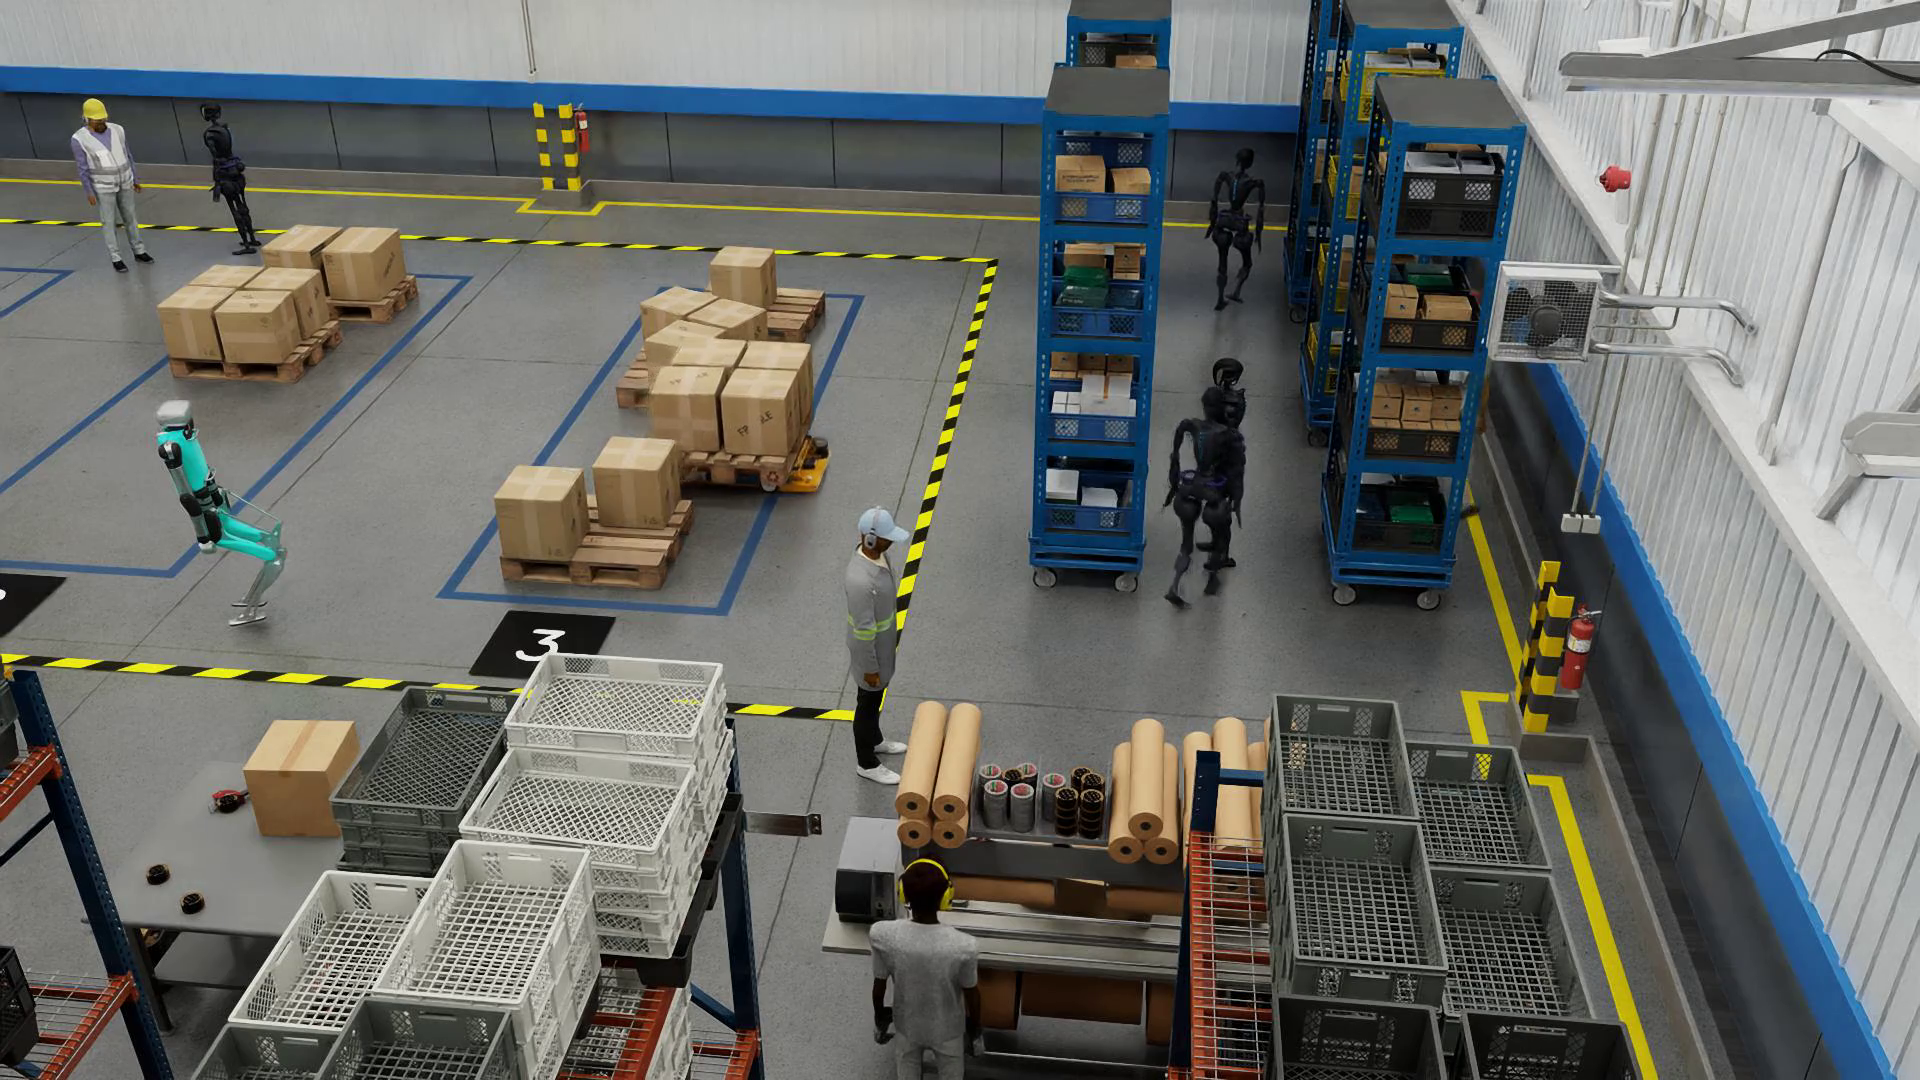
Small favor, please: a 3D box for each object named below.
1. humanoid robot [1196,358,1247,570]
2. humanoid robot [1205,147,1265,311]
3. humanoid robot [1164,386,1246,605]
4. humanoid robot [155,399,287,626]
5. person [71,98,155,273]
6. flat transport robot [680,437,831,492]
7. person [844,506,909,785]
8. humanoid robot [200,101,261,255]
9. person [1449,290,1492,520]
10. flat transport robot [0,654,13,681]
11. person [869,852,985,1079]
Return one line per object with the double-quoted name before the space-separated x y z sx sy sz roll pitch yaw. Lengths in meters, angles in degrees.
"humanoid robot" 1.929 -0.570 12.237 0.315 1.657 0.599 0 30 0
"humanoid robot" 2.735 -3.108 16.612 0.612 1.650 0.361 16 34 25
"humanoid robot" 1.677 -0.279 11.801 0.594 1.648 0.636 20 35 30
"humanoid robot" -4.975 -0.196 11.419 0.735 1.675 0.533 -6 31 -10
"person" -8.955 -3.758 17.576 0.404 1.827 0.598 20 36 31
"flat transport robot" -1.834 -0.666 13.790 1.431 0.197 0.652 3 30 6
"person" -0.491 0.620 10.037 0.387 1.851 0.587 3 30 5
"humanoid robot" -7.926 -3.926 18.002 0.315 1.657 0.599 -1 30 -2
"person" 3.834 -1.043 12.933 0.410 1.829 0.628 -26 39 -37
"flat transport robot" -7.142 0.969 11.010 1.431 0.231 0.659 3 30 6
"person" -0.137 2.154 7.388 0.508 1.865 0.329 5 31 9
